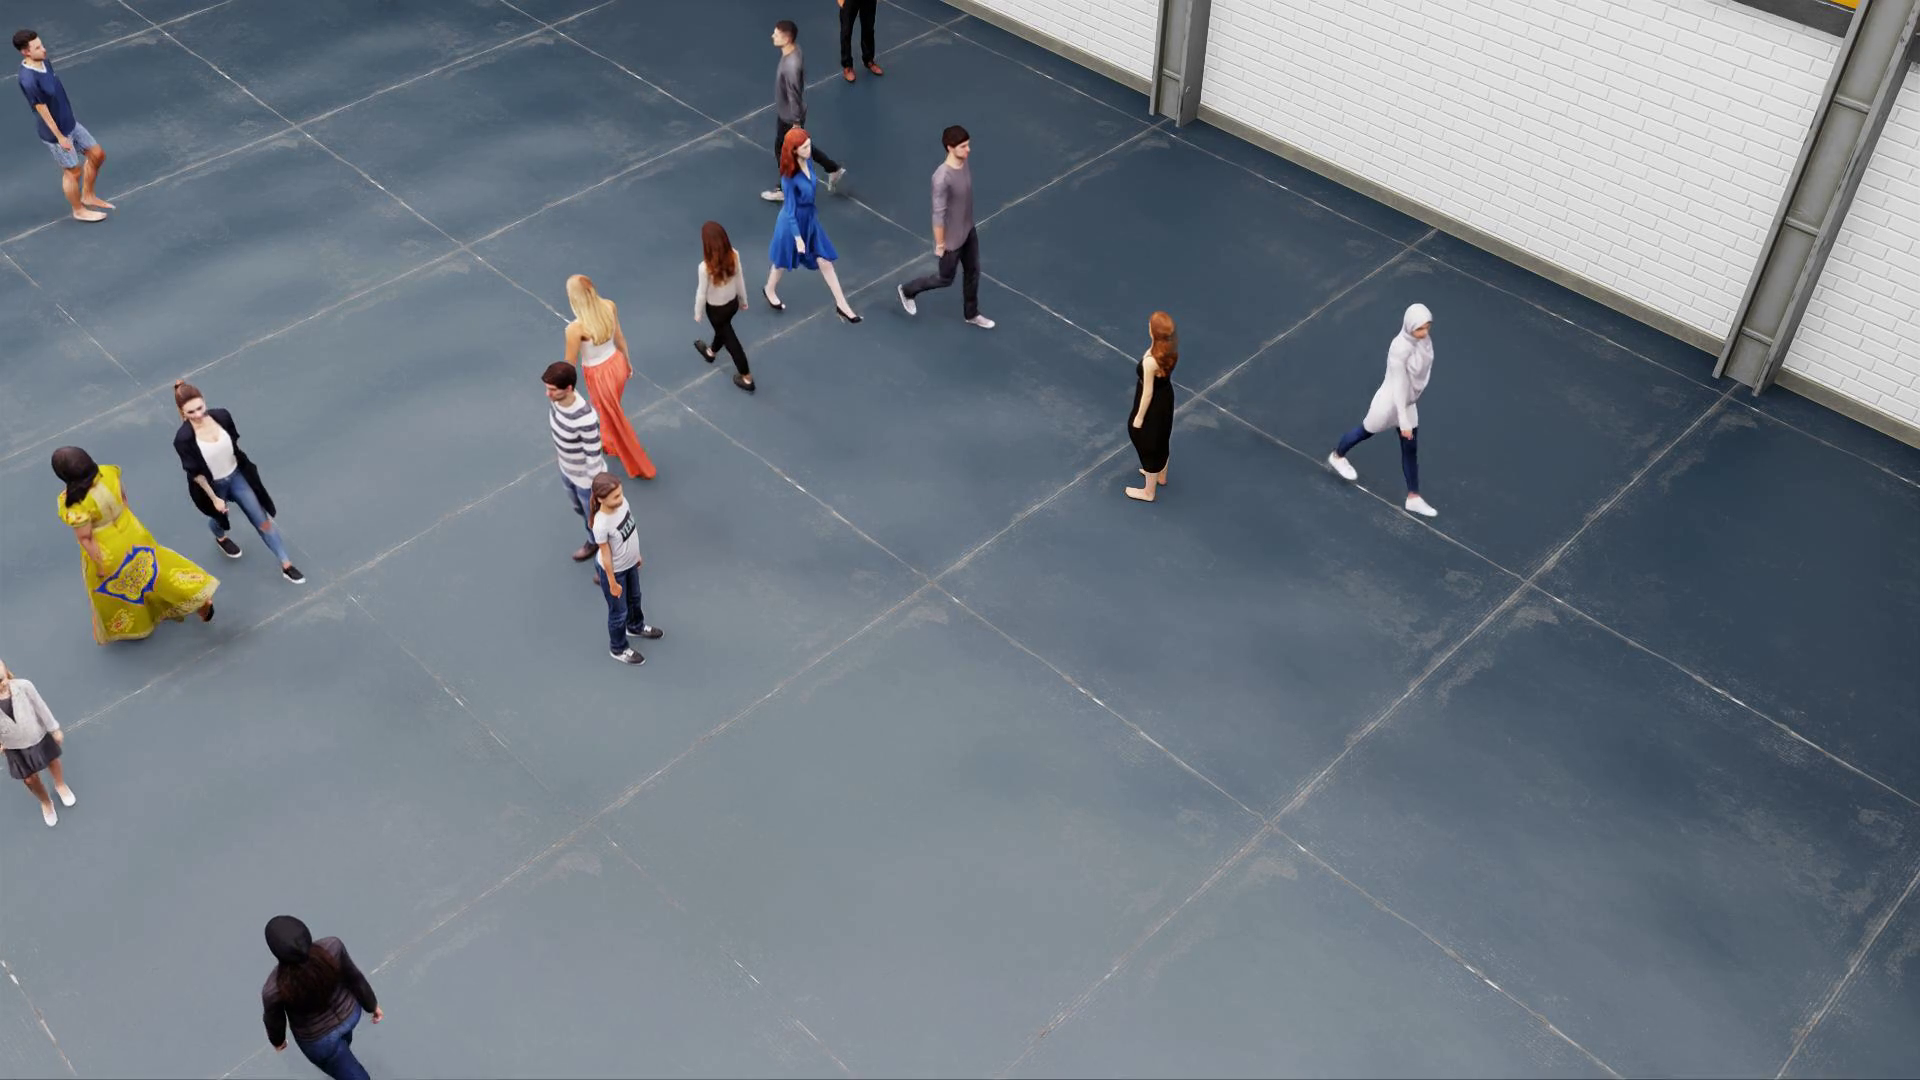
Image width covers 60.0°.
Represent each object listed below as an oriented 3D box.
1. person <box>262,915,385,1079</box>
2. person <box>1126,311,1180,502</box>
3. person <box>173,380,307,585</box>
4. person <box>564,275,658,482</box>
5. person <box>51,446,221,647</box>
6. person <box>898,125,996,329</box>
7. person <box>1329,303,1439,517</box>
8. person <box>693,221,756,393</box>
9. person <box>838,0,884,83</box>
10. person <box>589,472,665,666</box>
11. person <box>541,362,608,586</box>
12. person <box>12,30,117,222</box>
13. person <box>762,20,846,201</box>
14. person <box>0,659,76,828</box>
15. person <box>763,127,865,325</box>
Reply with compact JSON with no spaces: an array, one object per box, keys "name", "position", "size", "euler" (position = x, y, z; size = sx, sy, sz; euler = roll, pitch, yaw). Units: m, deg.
[{"name":"person","position":[-3.079,2.497,8.297],"size":[1.200,1.694,0.731],"euler":[29,51,27]},{"name":"person","position":[1.409,-0.965,11.980],"size":[0.625,1.625,0.627],"euler":[24,48,23]},{"name":"person","position":[-5.121,-0.411,11.397],"size":[1.121,1.628,0.668],"euler":[28,50,26]},{"name":"person","position":[-2.497,-1.111,12.027],"size":[1.052,1.772,0.748],"euler":[25,49,24]},{"name":"person","position":[-5.464,0.048,10.909],"size":[1.187,1.636,1.050],"euler":[9,44,10]},{"name":"person","position":[-0.123,-2.525,13.470],"size":[1.154,1.830,0.915],"euler":[18,47,18]},{"name":"person","position":[3.026,-0.992,11.939],"size":[0.653,1.720,1.187],"euler":[-33,53,-30]},{"name":"person","position":[-1.801,-1.776,12.963],"size":[0.945,1.444,0.585],"euler":[32,52,29]},{"name":"person","position":[-1.022,-5.500,16.649],"size":[0.725,1.752,0.699],"euler":[-20,47,-19]},{"name":"person","position":[-2.228,0.155,10.851],"size":[0.633,1.561,0.607],"euler":[13,45,13]},{"name":"person","position":[-2.549,-0.482,11.317],"size":[0.732,1.842,0.495],"euler":[-28,50,-26]},{"name":"person","position":[-8.001,-3.622,14.621],"size":[0.827,1.830,0.763],"euler":[-1,44,-1]},{"name":"person","position":[-1.419,-3.815,14.890],"size":[1.079,1.739,1.035],"euler":[-2,44,-2]},{"name":"person","position":[-5.660,1.138,10.032],"size":[0.573,1.269,0.622],"euler":[-26,49,-25]},{"name":"person","position":[-1.391,-2.534,13.527],"size":[1.250,1.765,0.902],"euler":[19,47,19]}]
